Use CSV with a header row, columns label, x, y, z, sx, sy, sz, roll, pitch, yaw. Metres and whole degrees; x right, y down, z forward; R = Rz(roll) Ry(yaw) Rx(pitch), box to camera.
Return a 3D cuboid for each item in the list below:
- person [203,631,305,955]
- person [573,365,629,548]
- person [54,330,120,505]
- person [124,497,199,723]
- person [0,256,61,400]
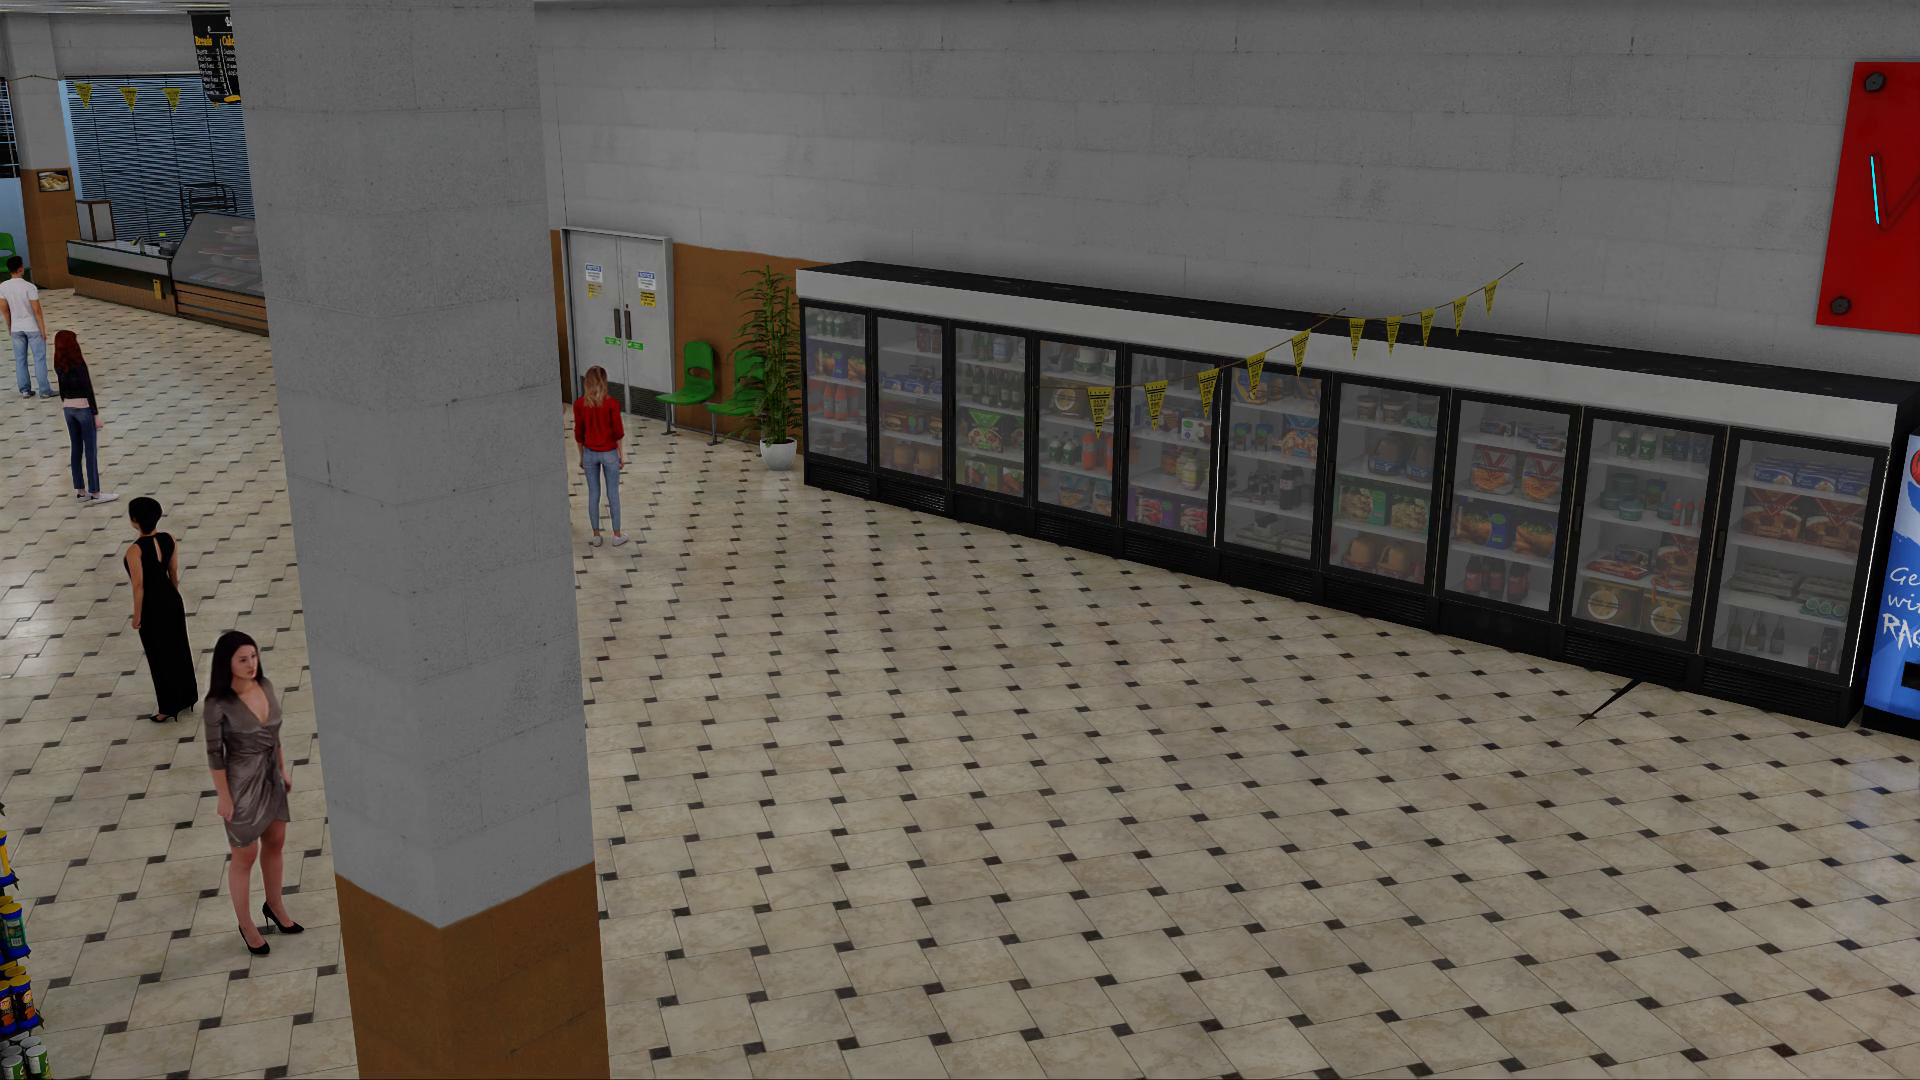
label,x,y,z,sx,sy,sz,roll,pitch,yaw
person,-3.662,1.289,8.614,0.713,1.745,0.545,7,18,22
person,-3.352,-0.782,15.503,0.686,1.704,0.715,1,17,2
person,-8.953,-1.257,16.925,0.630,1.787,0.615,8,19,25
person,-5.550,0.478,11.527,0.713,1.604,0.577,5,18,16
person,-12.262,-2.787,21.832,0.753,1.865,0.775,1,17,3
